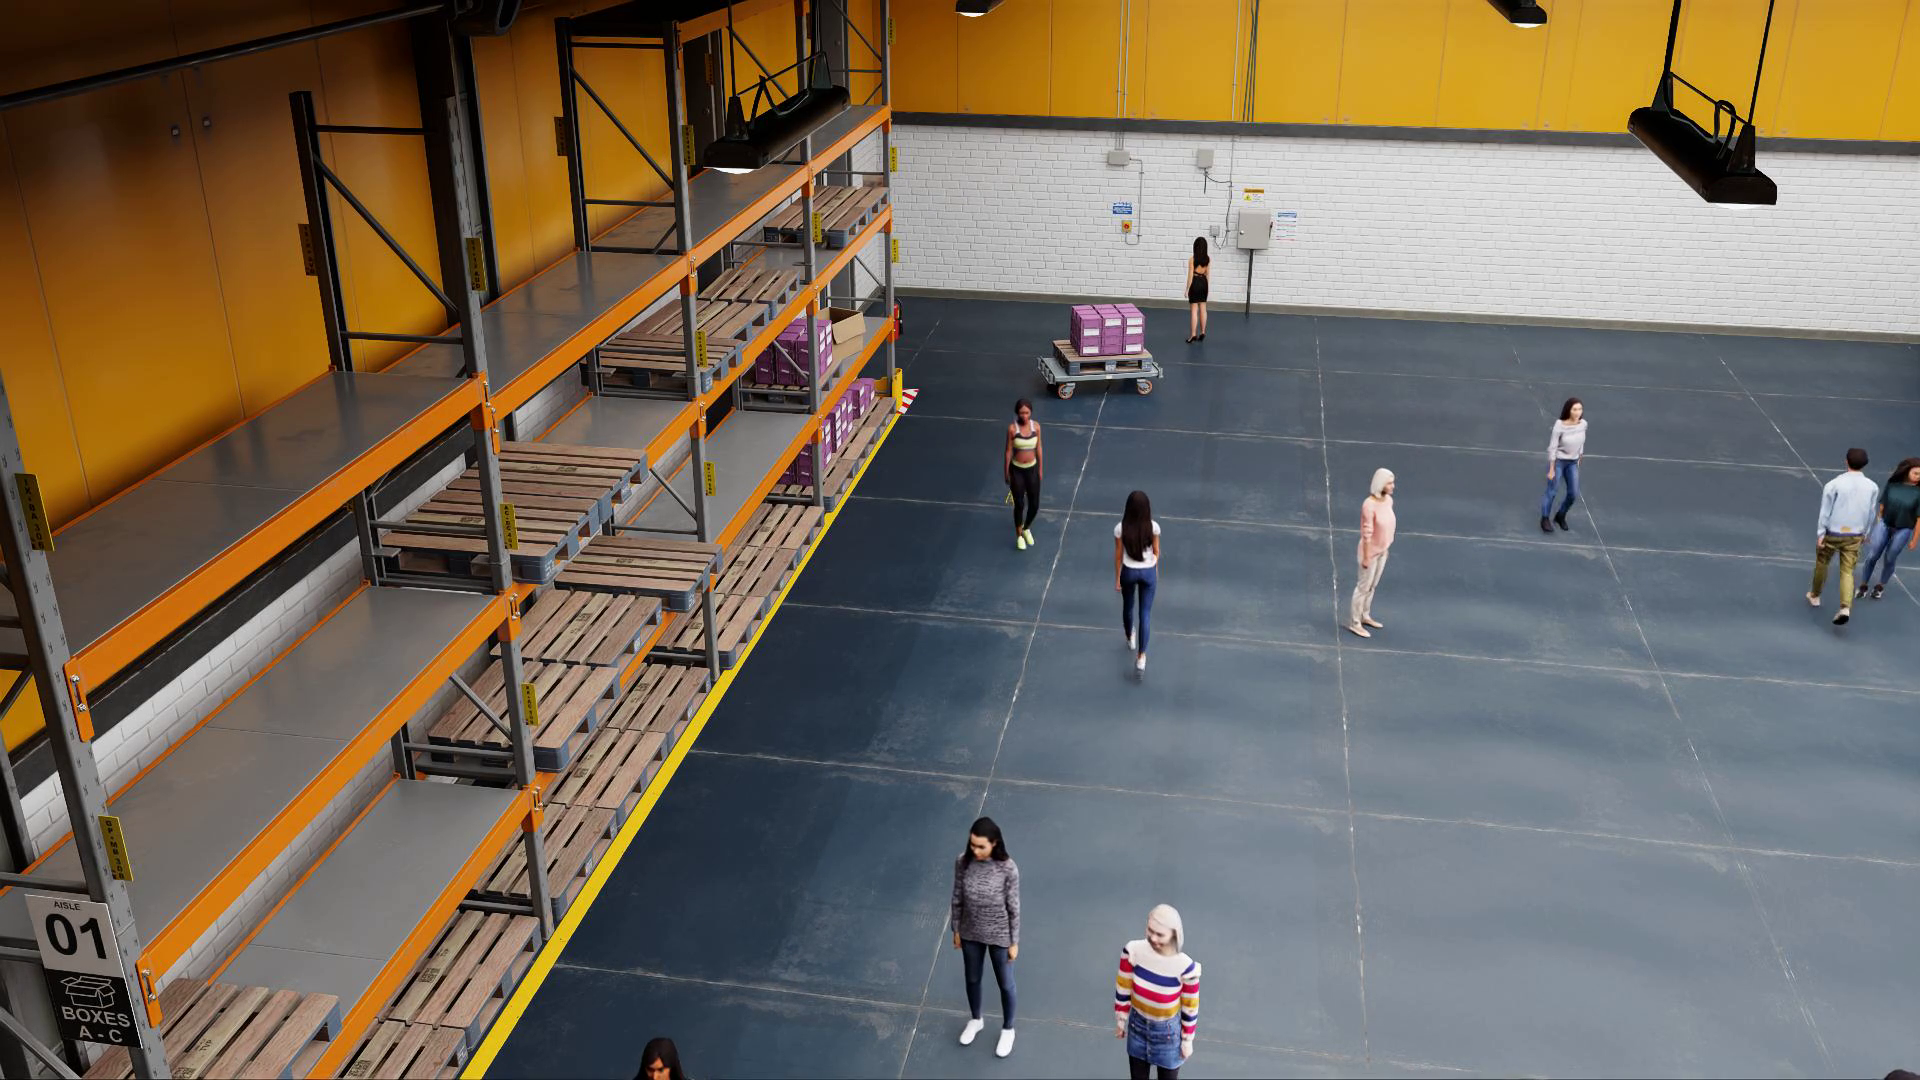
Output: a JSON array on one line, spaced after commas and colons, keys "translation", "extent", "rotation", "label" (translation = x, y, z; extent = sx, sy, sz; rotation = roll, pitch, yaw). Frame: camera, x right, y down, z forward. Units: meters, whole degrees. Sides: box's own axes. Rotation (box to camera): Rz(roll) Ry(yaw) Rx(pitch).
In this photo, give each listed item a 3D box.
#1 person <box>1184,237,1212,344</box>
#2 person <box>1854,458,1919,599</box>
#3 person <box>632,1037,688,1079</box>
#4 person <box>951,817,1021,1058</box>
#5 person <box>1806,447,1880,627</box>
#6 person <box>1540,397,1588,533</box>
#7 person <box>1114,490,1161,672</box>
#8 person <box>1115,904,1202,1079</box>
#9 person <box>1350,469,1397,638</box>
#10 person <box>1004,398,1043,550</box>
[{"translation": [3.655, -3.830, 25.473], "extent": [0.631, 1.650, 0.653], "rotation": [-10, 26, -22], "label": "person"}, {"translation": [9.592, -0.131, 17.080], "extent": [0.813, 1.594, 0.757], "rotation": [-15, 28, -31], "label": "person"}, {"translation": [-1.584, 3.350, 9.083], "extent": [0.637, 1.622, 1.030], "rotation": [3, 24, 6], "label": "person"}, {"translation": [0.185, 2.537, 10.806], "extent": [0.652, 1.731, 0.591], "rotation": [8, 25, 18], "label": "person"}, {"translation": [8.822, -0.011, 16.575], "extent": [0.713, 1.779, 1.167], "rotation": [5, 24, 12], "label": "person"}, {"translation": [6.736, -0.860, 18.722], "extent": [0.712, 1.614, 0.724], "rotation": [-5, 24, -12], "label": "person"}, {"translation": [1.692, 0.405, 15.673], "extent": [0.620, 1.740, 1.104], "rotation": [3, 24, 7], "label": "person"}, {"translation": [1.169, 2.911, 9.855], "extent": [0.705, 1.808, 0.613], "rotation": [11, 26, 24], "label": "person"}, {"translation": [4.077, 0.097, 16.395], "extent": [0.738, 1.725, 0.631], "rotation": [20, 31, 38], "label": "person"}, {"translation": [0.687, -0.756, 18.326], "extent": [0.668, 1.742, 0.677], "rotation": [-3, 24, -7], "label": "person"}]
